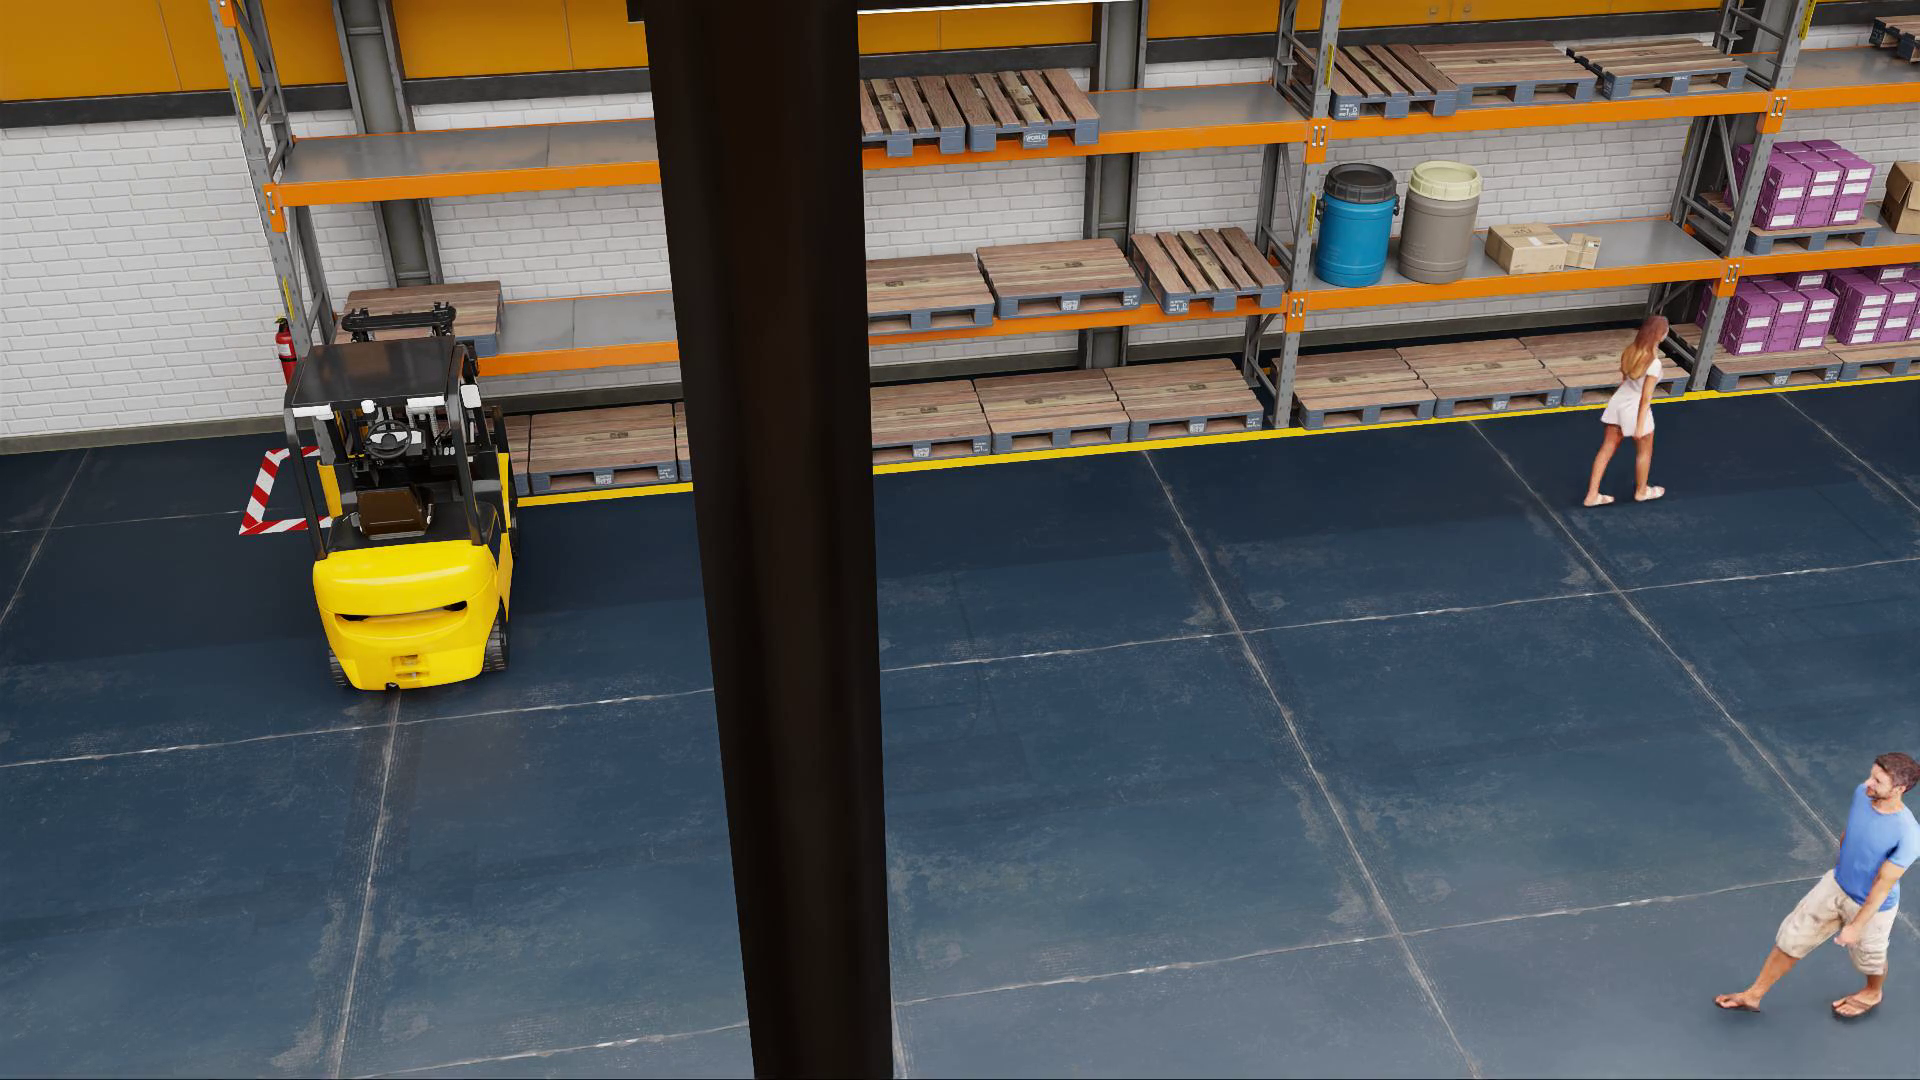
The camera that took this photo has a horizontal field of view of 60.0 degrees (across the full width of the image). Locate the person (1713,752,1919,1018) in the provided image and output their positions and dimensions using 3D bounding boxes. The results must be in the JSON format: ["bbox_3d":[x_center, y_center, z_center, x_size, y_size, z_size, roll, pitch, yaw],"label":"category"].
[{"bbox_3d":[4.813,1.872,8.763,1.209,1.815,0.692,-7,34,-11],"label":"person"}]

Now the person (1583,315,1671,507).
[{"bbox_3d":[5.239,-0.992,13.197,0.921,1.675,0.650,-9,35,-13],"label":"person"}]
